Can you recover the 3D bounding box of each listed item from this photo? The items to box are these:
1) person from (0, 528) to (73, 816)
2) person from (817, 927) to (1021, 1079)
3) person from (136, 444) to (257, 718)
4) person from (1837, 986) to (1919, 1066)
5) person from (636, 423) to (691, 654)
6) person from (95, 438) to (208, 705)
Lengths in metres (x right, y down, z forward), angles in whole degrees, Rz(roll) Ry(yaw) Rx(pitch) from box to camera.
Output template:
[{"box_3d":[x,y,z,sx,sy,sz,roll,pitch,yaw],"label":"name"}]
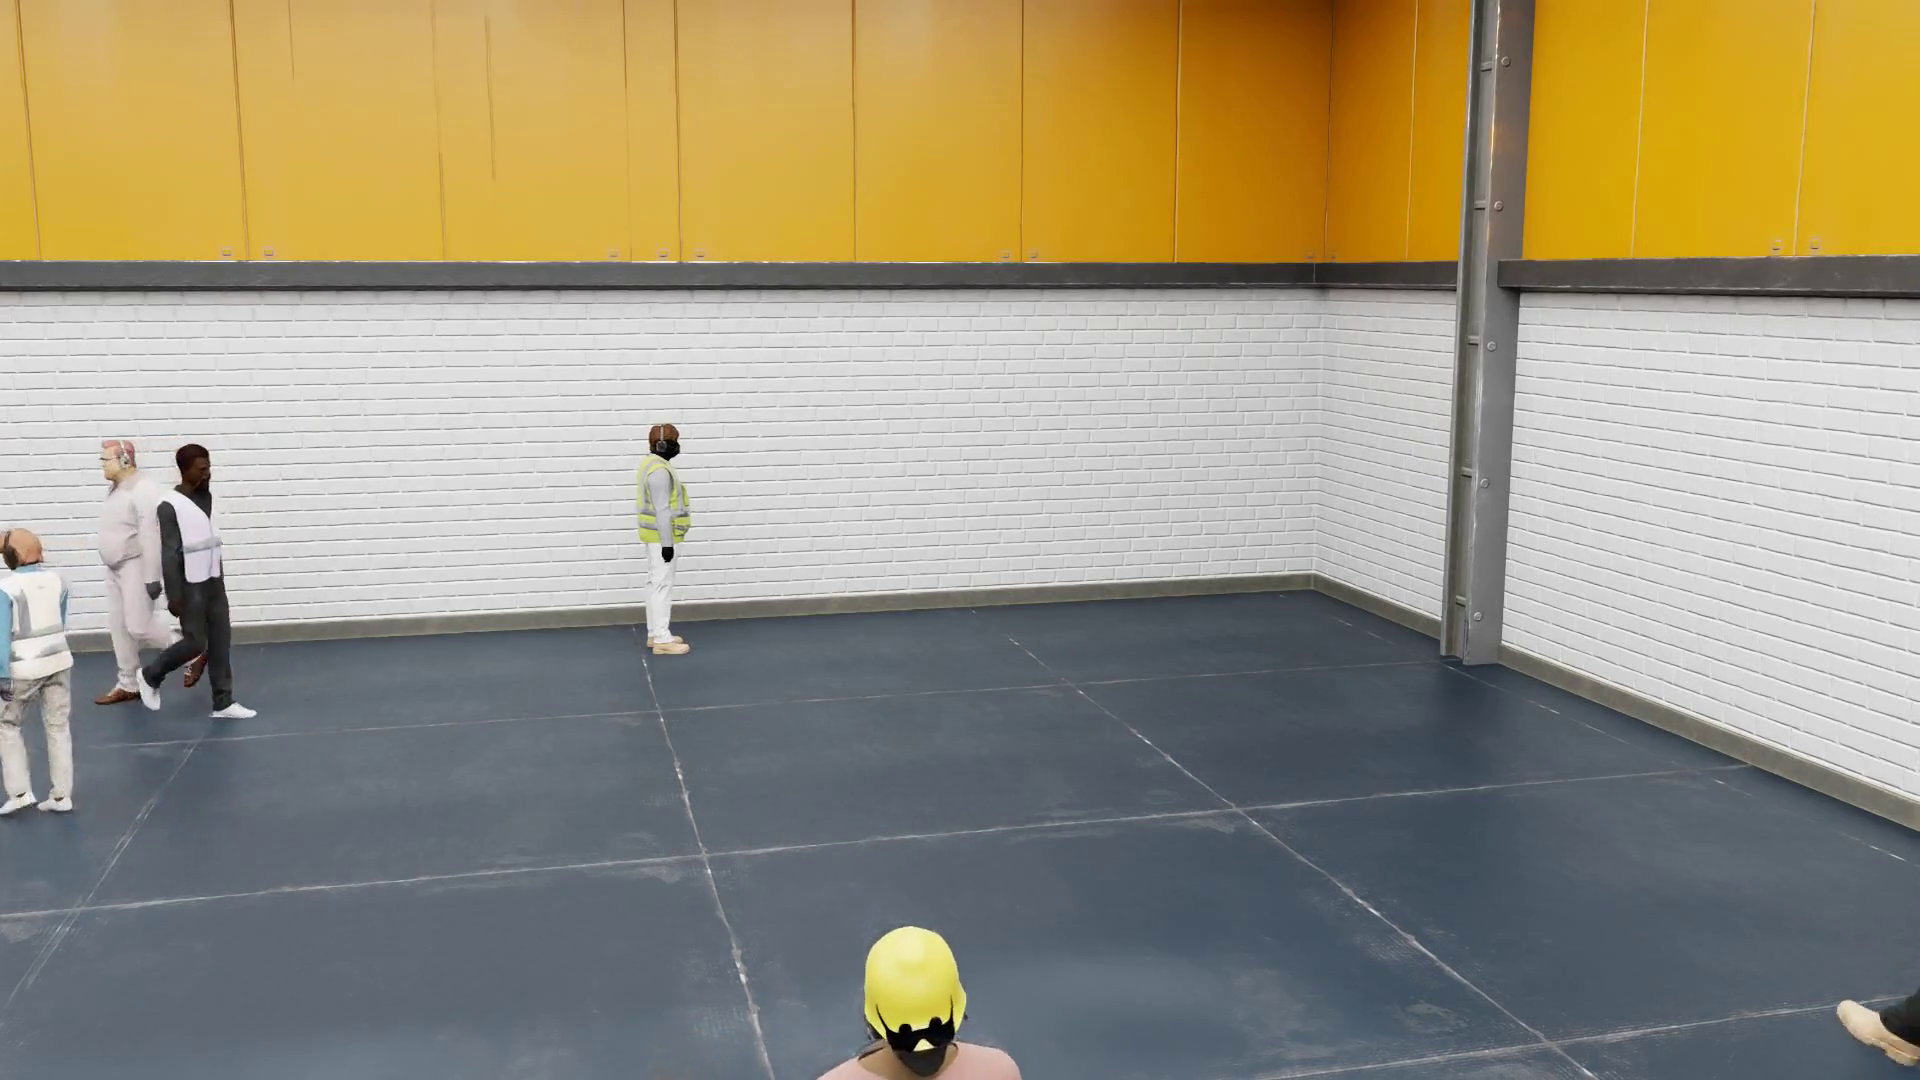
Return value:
[{"box_3d":[-5.202,0.739,9.312,0.510,1.616,0.530,3,10,20],"label":"person"},{"box_3d":[-0.091,1.622,3.446,0.523,1.741,0.364,-3,10,-19],"label":"person"},{"box_3d":[-5.216,0.287,11.268,0.729,1.900,0.603,1,9,9],"label":"person"},{"box_3d":[3.937,1.029,6.198,1.010,2.000,0.708,8,12,40],"label":"person"},{"box_3d":[-2.368,-0.015,13.334,0.429,1.842,0.629,-3,9,-16],"label":"person"},{"box_3d":[-5.816,0.211,11.801,0.657,1.880,0.663,8,12,41],"label":"person"}]
